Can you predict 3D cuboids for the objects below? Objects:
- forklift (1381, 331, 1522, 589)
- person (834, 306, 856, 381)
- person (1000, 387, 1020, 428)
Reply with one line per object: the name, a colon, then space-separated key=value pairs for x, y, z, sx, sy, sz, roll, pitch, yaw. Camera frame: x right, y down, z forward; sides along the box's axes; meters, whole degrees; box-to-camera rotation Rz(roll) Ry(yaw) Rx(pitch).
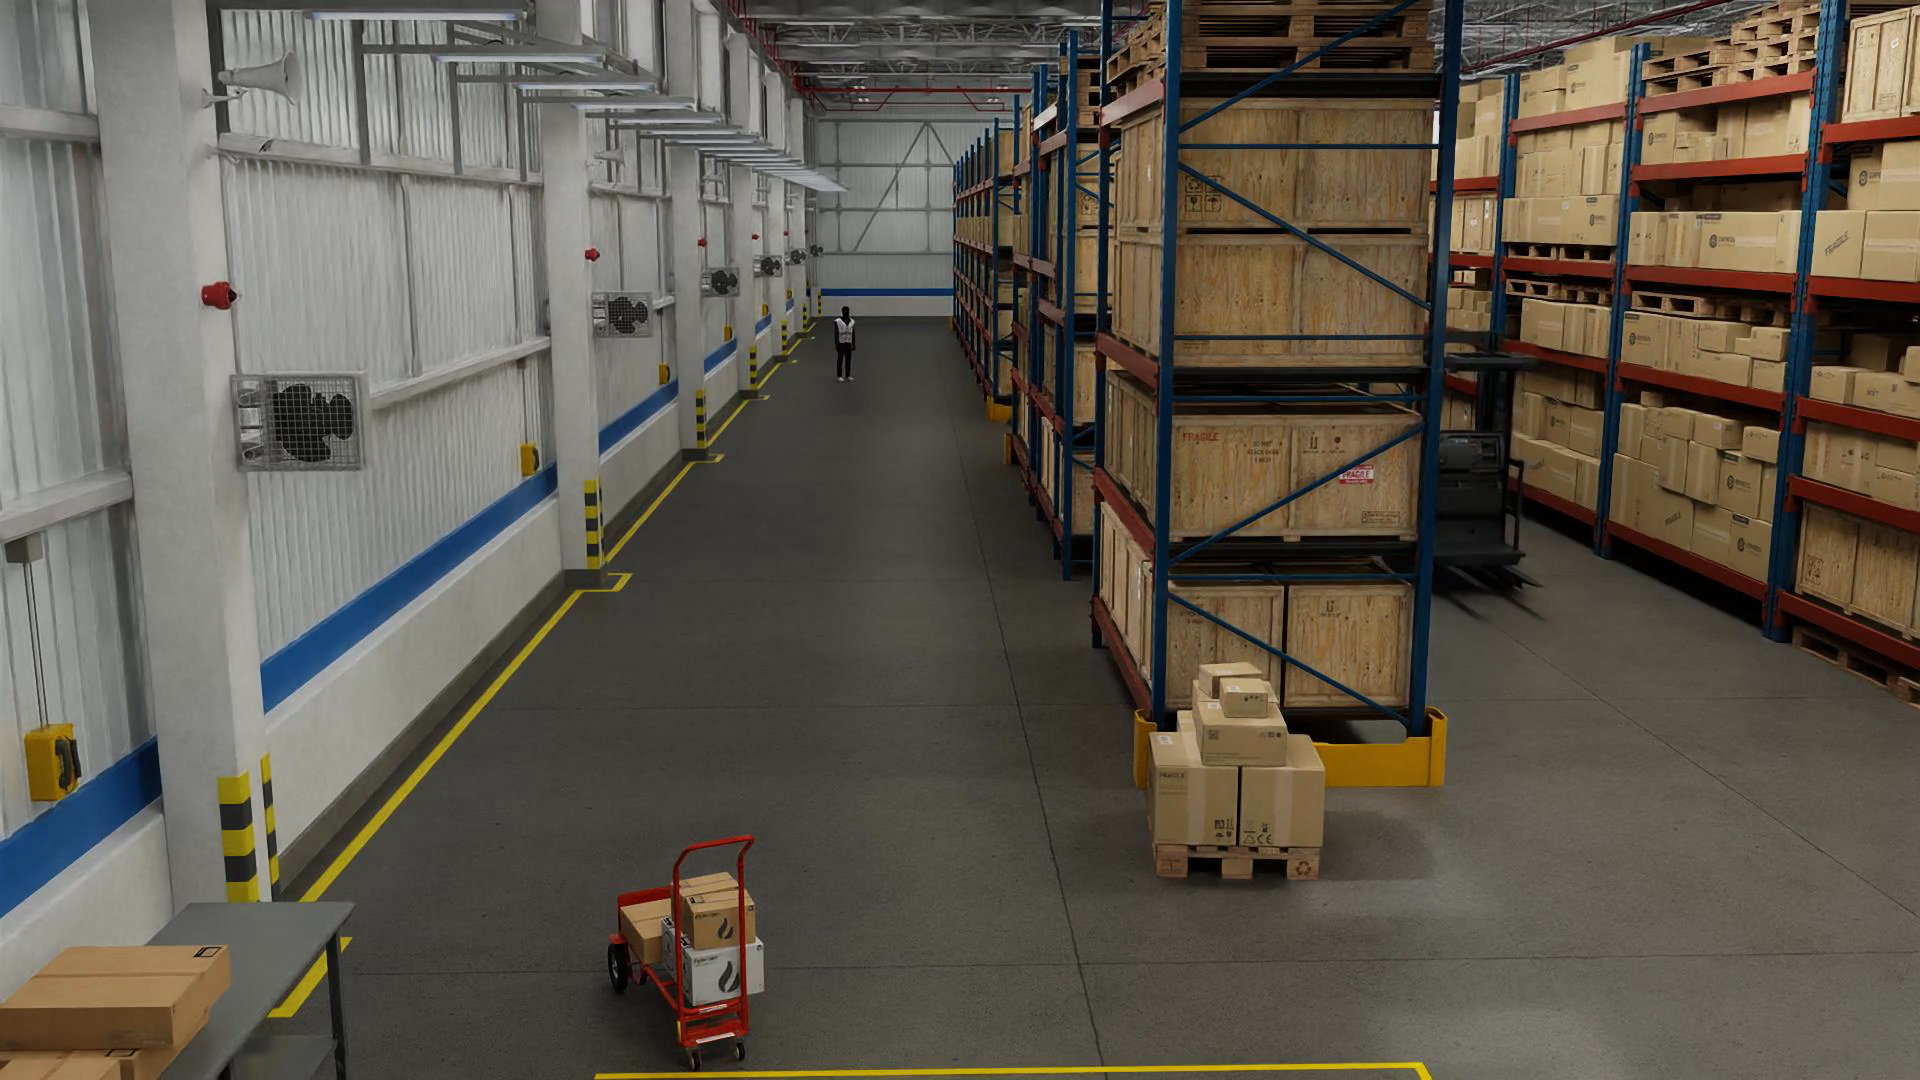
forklift: x=5.605 y=-0.984 z=18.971 sx=1.129 sy=2.768 sz=1.873 roll=0 pitch=11 yaw=-2
person: x=-2.943 y=-5.011 z=42.464 sx=0.590 sy=1.912 sz=0.385 roll=-7 pitch=13 yaw=-33
person: x=1.290 y=-3.119 z=32.552 sx=1.038 sy=1.945 sz=0.622 roll=5 pitch=12 yaw=23
